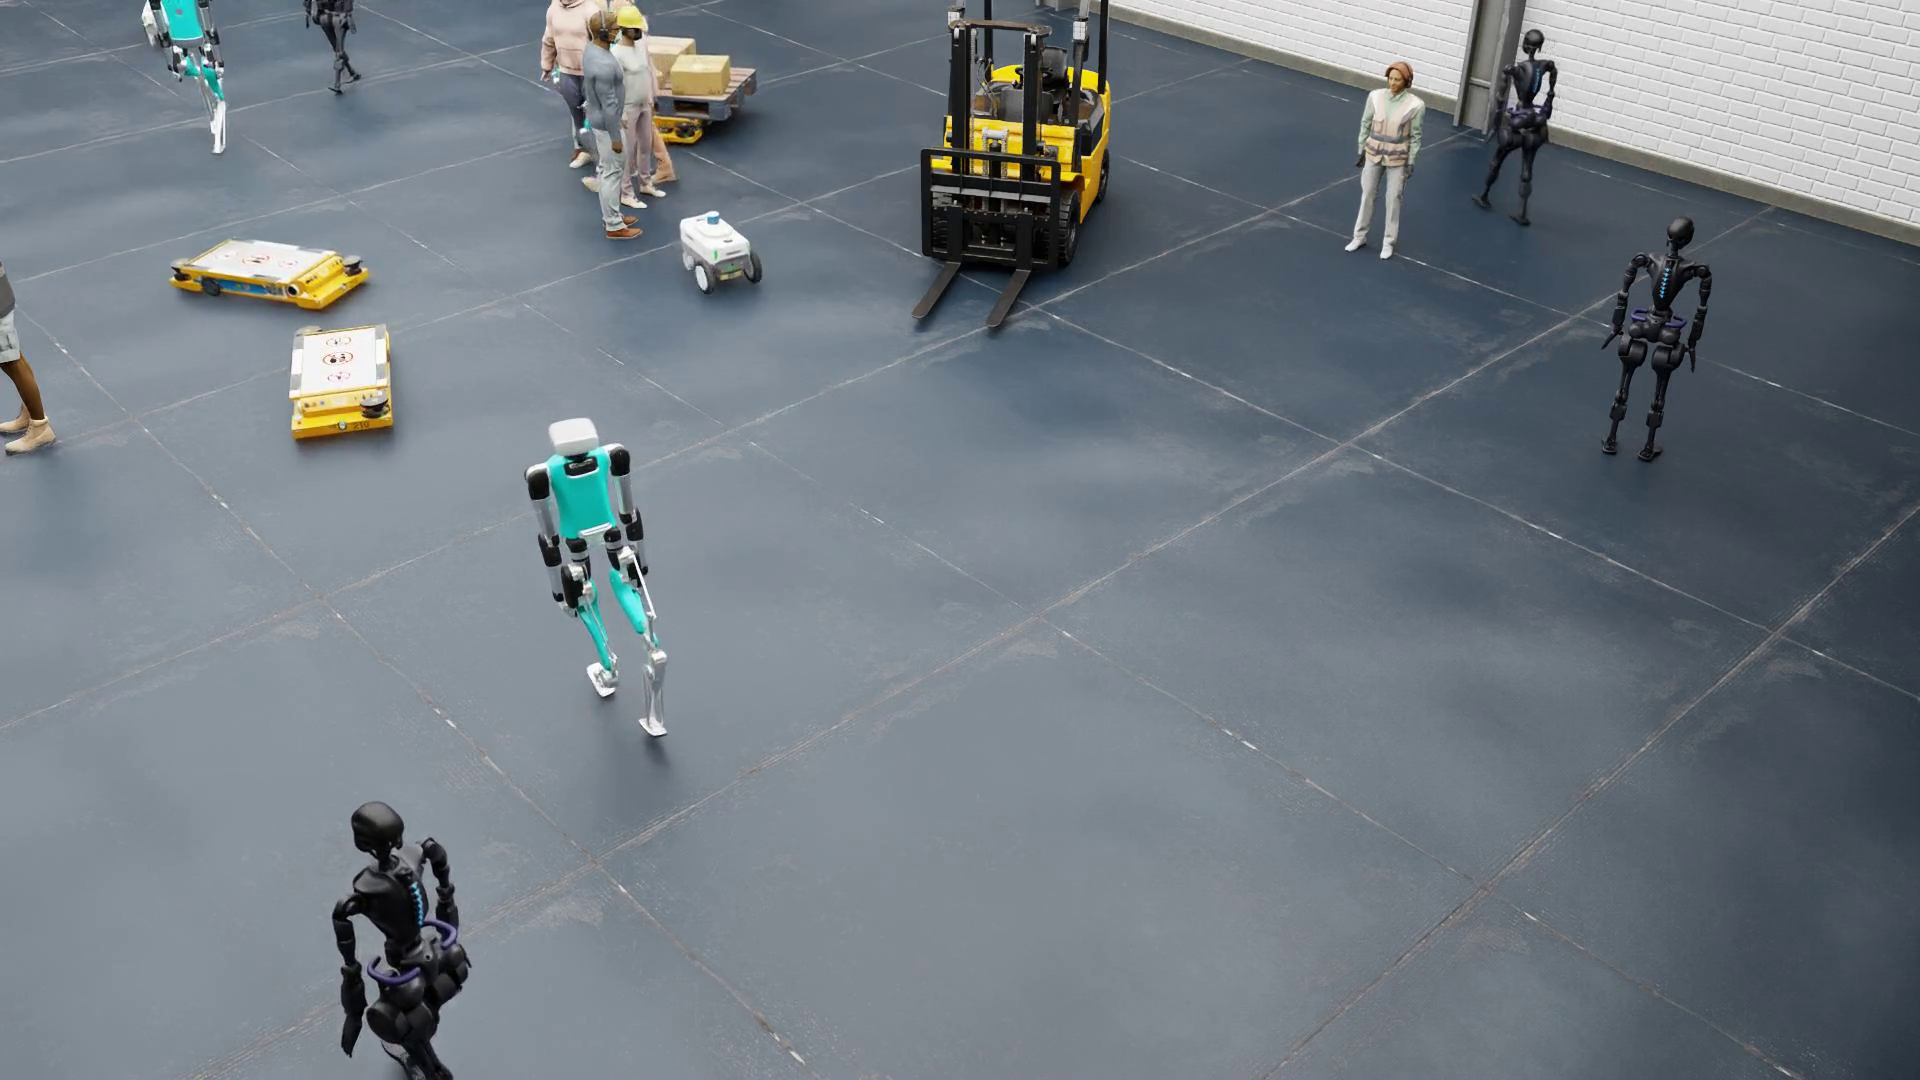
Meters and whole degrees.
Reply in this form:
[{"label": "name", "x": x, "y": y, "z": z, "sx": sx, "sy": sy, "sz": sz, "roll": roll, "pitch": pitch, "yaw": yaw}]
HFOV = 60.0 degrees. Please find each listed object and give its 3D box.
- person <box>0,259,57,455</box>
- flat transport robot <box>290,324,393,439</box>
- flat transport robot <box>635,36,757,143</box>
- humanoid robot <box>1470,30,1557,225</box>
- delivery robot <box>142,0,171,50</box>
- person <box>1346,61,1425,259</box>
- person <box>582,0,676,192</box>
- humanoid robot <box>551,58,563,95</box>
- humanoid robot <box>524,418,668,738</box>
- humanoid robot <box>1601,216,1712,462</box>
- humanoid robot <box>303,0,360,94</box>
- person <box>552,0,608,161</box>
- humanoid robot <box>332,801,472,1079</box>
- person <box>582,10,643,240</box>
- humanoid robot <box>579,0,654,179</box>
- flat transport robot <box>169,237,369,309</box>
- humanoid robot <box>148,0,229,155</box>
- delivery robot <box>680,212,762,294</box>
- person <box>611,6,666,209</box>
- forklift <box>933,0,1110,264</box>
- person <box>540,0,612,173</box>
[{"label": "person", "x": -6.401, "y": -1.540, "z": 10.916, "sx": 0.368, "sy": 2.044, "sz": 0.607, "roll": -18, "pitch": 37, "yaw": -26}, {"label": "flat transport robot", "x": -4.452, "y": -1.177, "z": 11.983, "sx": 0.659, "sy": 0.231, "sz": 1.431, "roll": -9, "pitch": 34, "yaw": -14}, {"label": "flat transport robot", "x": -2.773, "y": -4.348, "z": 16.856, "sx": 0.659, "sy": 0.231, "sz": 1.431, "roll": 7, "pitch": 34, "yaw": 11}, {"label": "humanoid robot", "x": 4.862, "y": -3.623, "z": 14.464, "sx": 0.588, "sy": 1.633, "sz": 0.690, "roll": -8, "pitch": 34, "yaw": -12}, {"label": "delivery robot", "x": -9.177, "y": -6.001, "z": 19.152, "sx": 0.499, "sy": 0.614, "sz": 0.796, "roll": -10, "pitch": 34, "yaw": -15}, {"label": "person", "x": 3.525, "y": -3.145, "z": 13.747, "sx": 0.512, "sy": 1.640, "sz": 0.306, "roll": 19, "pitch": 38, "yaw": 27}, {"label": "person", "x": -3.034, "y": -3.987, "z": 14.954, "sx": 0.907, "sy": 1.735, "sz": 0.539, "roll": -11, "pitch": 35, "yaw": -17}, {"label": "humanoid robot", "x": -3.856, "y": -5.000, "z": 16.467, "sx": 0.728, "sy": 1.732, "sz": 0.530, "roll": -10, "pitch": 34, "yaw": -15}, {"label": "humanoid robot", "x": -1.761, "y": 0.288, "z": 8.419, "sx": 0.543, "sy": 1.757, "sz": 1.025, "roll": -17, "pitch": 37, "yaw": -25}, {"label": "humanoid robot", "x": 4.541, "y": -1.327, "z": 10.908, "sx": 0.599, "sy": 1.657, "sz": 0.315, "roll": 17, "pitch": 37, "yaw": 25}, {"label": "humanoid robot", "x": -6.623, "y": -5.534, "z": 17.425, "sx": 0.612, "sy": 1.623, "sz": 0.775, "roll": 9, "pitch": 34, "yaw": 13}, {"label": "person", "x": -3.517, "y": -4.511, "z": 15.635, "sx": 0.555, "sy": 1.877, "sz": 0.403, "roll": 0, "pitch": 33, "yaw": 0}, {"label": "humanoid robot", "x": -2.150, "y": 1.659, "z": 6.363, "sx": 0.740, "sy": 1.632, "sz": 0.593, "roll": 17, "pitch": 37, "yaw": 24}, {"label": "person", "x": -2.951, "y": -3.486, "z": 14.014, "sx": 0.367, "sy": 1.932, "sz": 0.627, "roll": -10, "pitch": 34, "yaw": -15}, {"label": "humanoid robot", "x": -3.259, "y": -4.062, "z": 15.079, "sx": 0.828, "sy": 1.762, "sz": 0.538, "roll": -13, "pitch": 35, "yaw": -19}, {"label": "flat transport robot", "x": -5.619, "y": -2.171, "z": 13.510, "sx": 1.431, "sy": 0.231, "sz": 0.659, "roll": 10, "pitch": 34, "yaw": 15}, {"label": "humanoid robot", "x": -7.348, "y": -4.687, "z": 16.066, "sx": 0.532, "sy": 1.779, "sz": 0.996, "roll": -7, "pitch": 34, "yaw": -11}, {"label": "delivery robot", "x": -1.982, "y": -2.364, "z": 13.556, "sx": 0.499, "sy": 0.608, "sz": 0.797, "roll": -19, "pitch": 38, "yaw": -26}, {"label": "person", "x": -2.858, "y": -3.826, "z": 14.691, "sx": 0.338, "sy": 1.760, "sz": 0.530, "roll": 15, "pitch": 36, "yaw": 21}, {"label": "forklift", "x": 0.570, "y": -3.725, "z": 14.138, "sx": 1.214, "sy": 2.155, "sz": 2.313, "roll": 9, "pitch": 34, "yaw": 13}, {"label": "person", "x": -3.509, "y": -4.364, "z": 15.430, "sx": 0.815, "sy": 1.854, "sz": 0.434, "roll": 11, "pitch": 35, "yaw": 17}]
